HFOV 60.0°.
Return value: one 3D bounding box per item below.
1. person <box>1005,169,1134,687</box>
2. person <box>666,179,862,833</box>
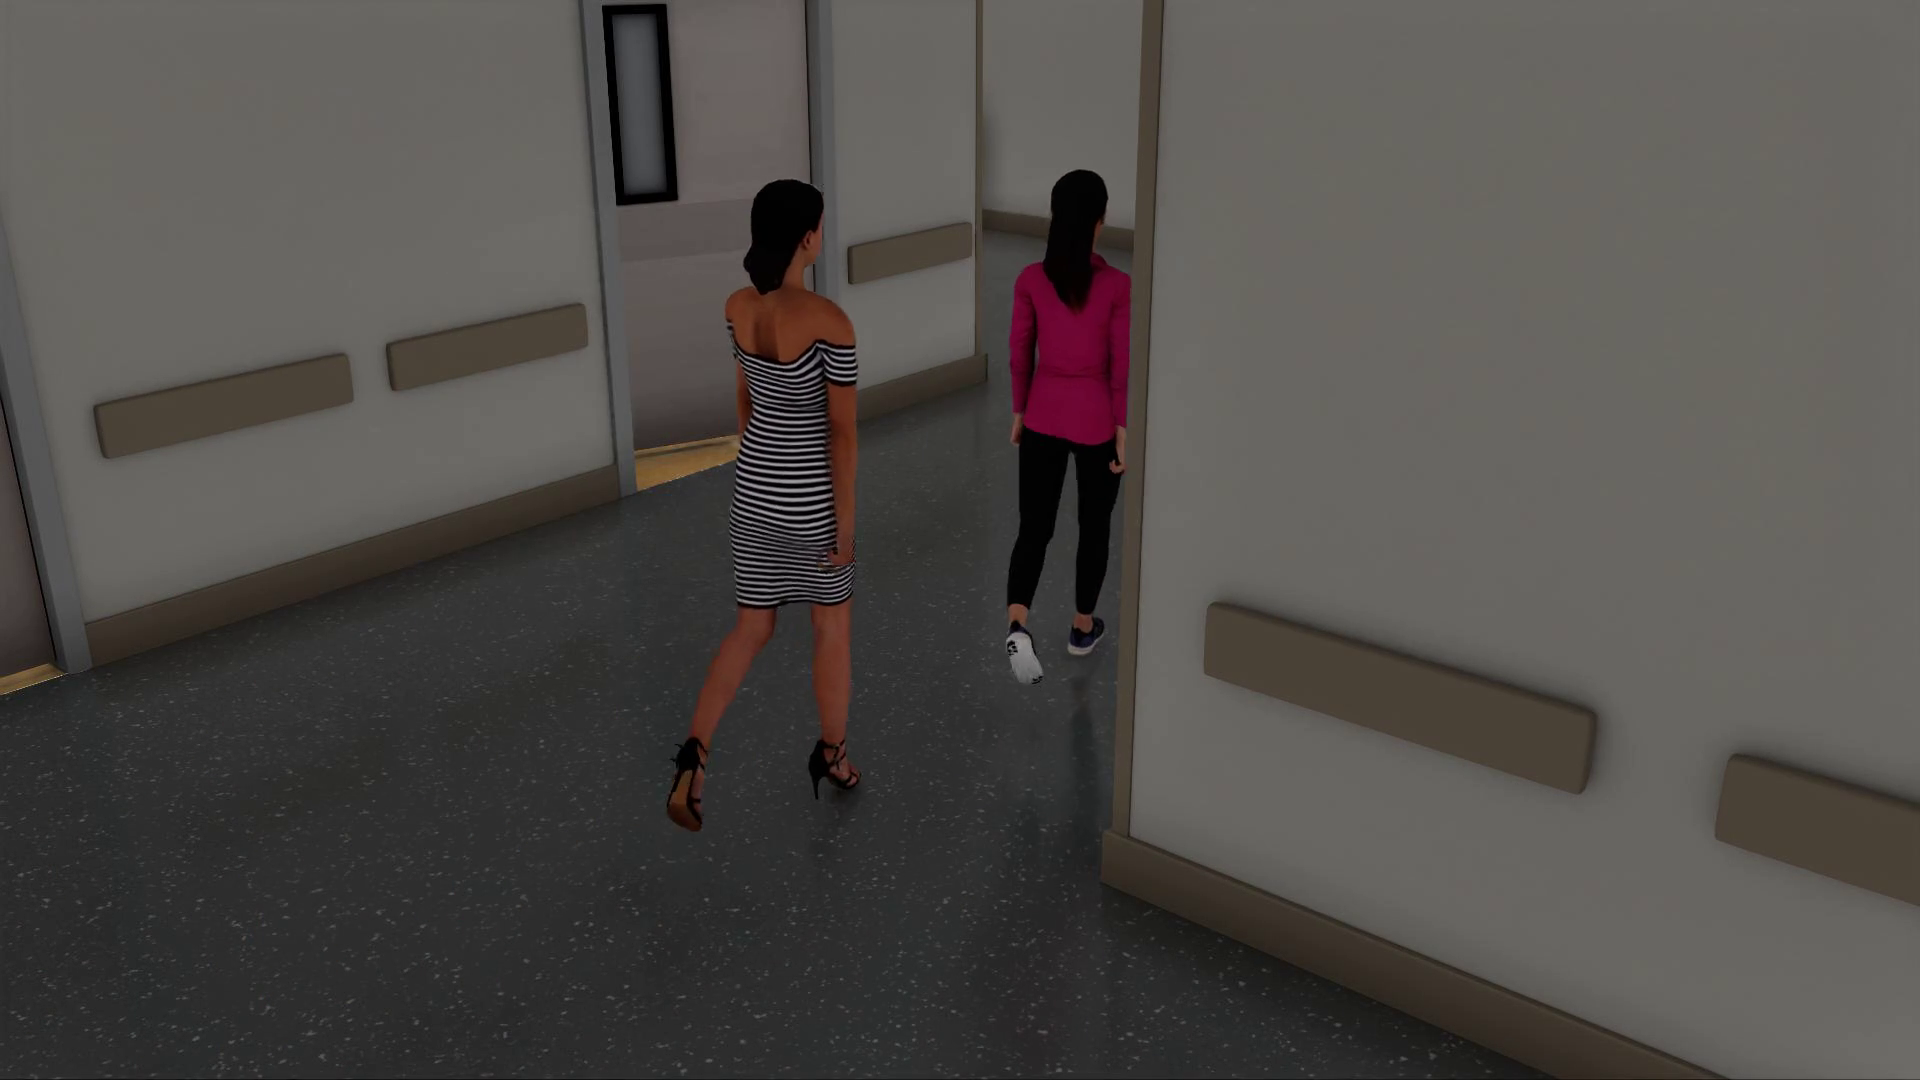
[{"bbox_3d":[0.334,-0.316,5.377,0.824,1.676,1.099,7,22,18],"label":"person"},{"bbox_3d":[-0.521,-0.028,4.446,0.712,1.797,1.041,12,24,28],"label":"person"}]
